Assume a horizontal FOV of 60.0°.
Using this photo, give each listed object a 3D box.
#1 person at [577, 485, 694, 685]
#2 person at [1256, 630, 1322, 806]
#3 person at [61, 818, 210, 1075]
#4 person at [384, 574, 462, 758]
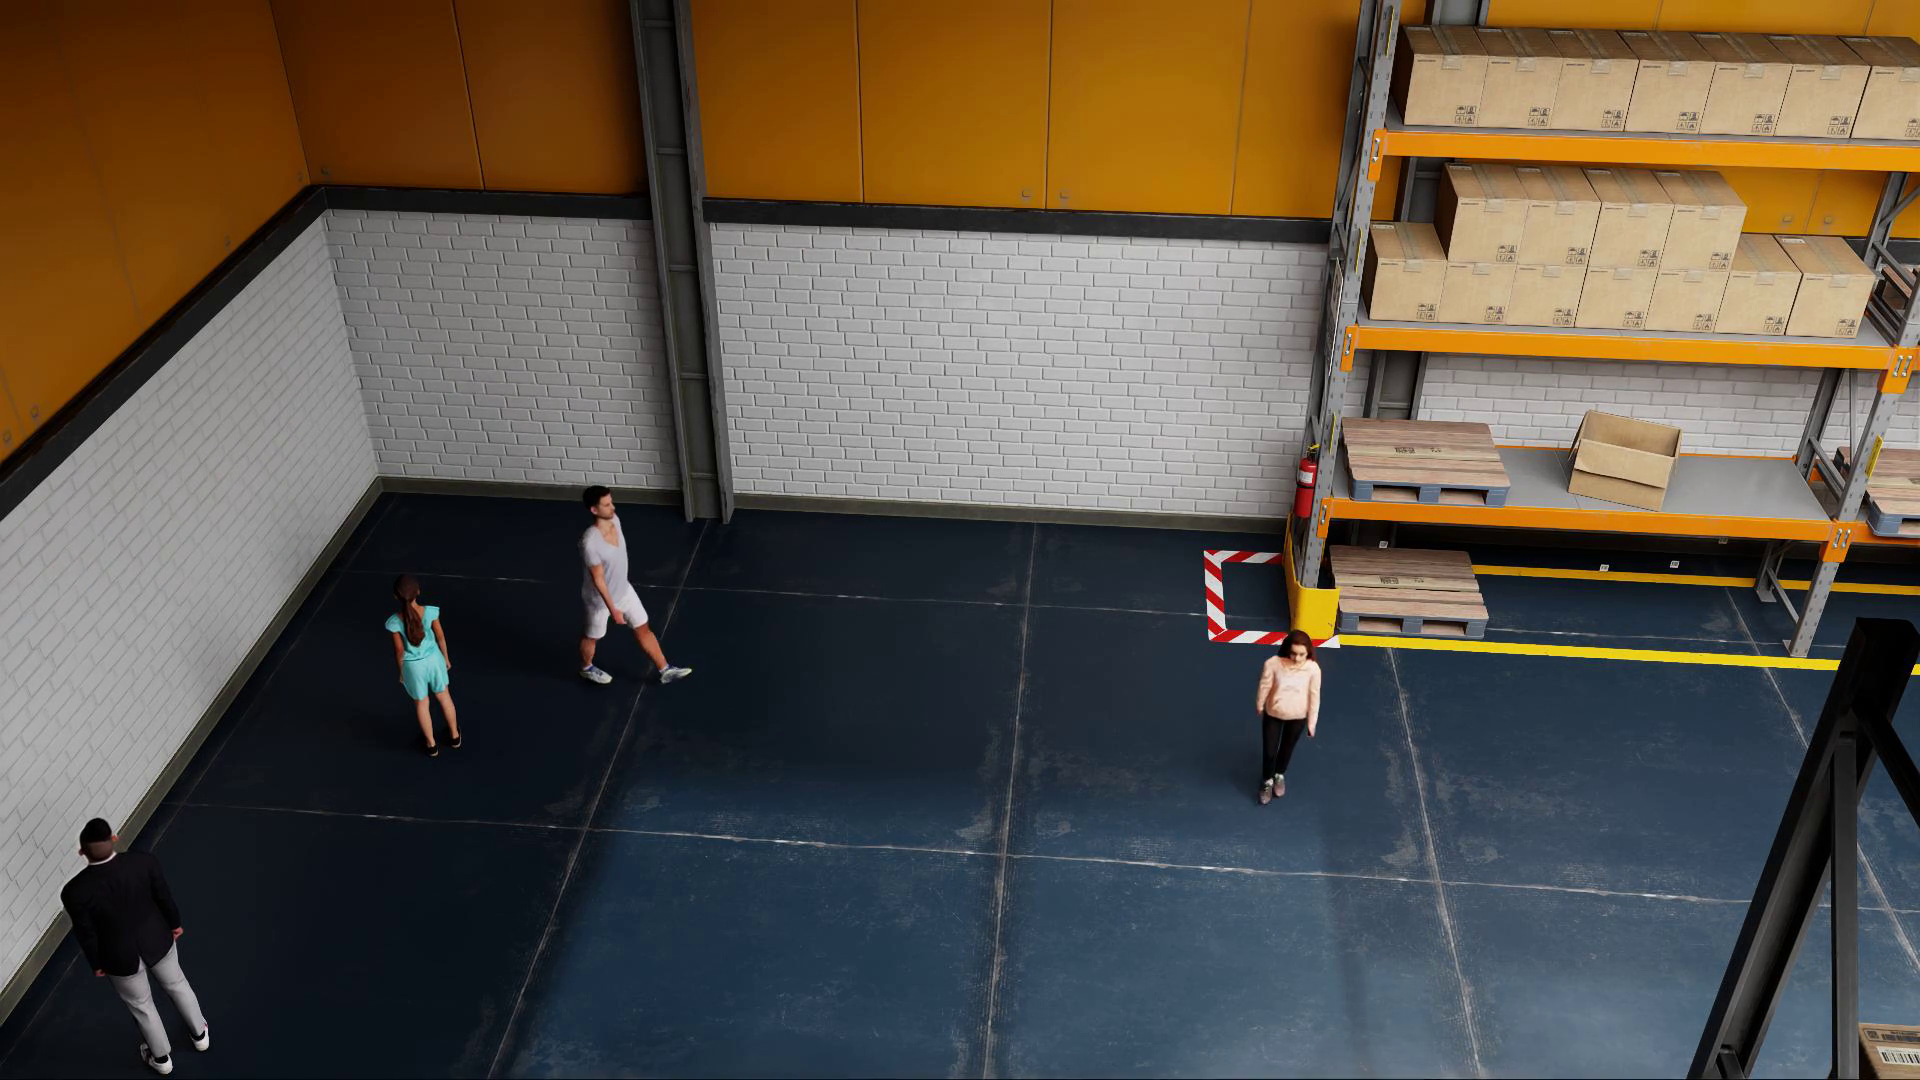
[{"bbox_3d":[-2.800,0.392,12.772,1.269,1.807,0.924,12,36,18],"label":"person"},{"bbox_3d":[2.322,1.195,11.871,0.529,1.468,0.652,5,34,7],"label":"person"},{"bbox_3d":[-4.815,2.341,9.711,0.793,1.950,0.833,-28,43,-36],"label":"person"},{"bbox_3d":[-3.954,0.906,12.225,0.623,1.558,0.702,-18,38,-25],"label":"person"}]
